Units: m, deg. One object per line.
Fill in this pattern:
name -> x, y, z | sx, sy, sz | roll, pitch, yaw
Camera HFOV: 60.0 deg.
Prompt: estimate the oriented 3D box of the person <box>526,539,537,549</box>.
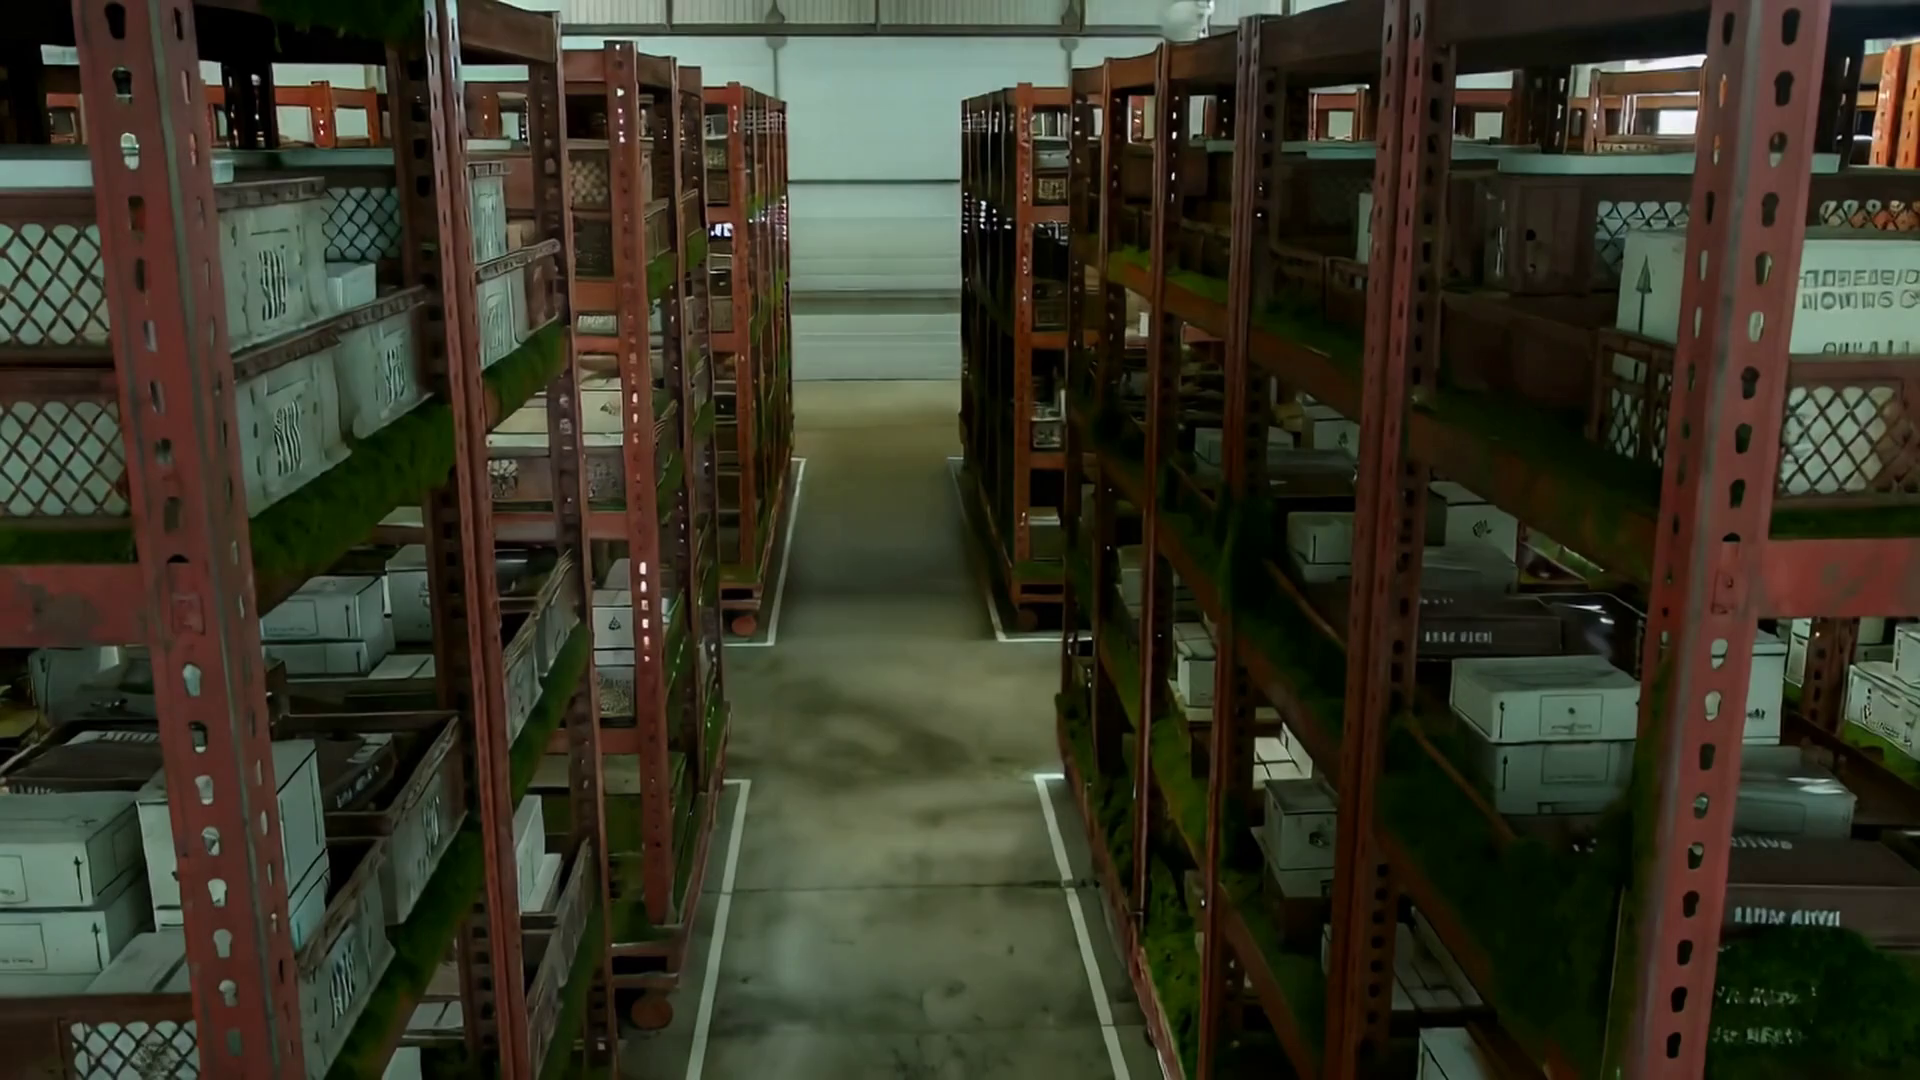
person -> -2.643, -0.200, 10.477 | 0.415, 1.985, 0.611 | -1, 14, -3
